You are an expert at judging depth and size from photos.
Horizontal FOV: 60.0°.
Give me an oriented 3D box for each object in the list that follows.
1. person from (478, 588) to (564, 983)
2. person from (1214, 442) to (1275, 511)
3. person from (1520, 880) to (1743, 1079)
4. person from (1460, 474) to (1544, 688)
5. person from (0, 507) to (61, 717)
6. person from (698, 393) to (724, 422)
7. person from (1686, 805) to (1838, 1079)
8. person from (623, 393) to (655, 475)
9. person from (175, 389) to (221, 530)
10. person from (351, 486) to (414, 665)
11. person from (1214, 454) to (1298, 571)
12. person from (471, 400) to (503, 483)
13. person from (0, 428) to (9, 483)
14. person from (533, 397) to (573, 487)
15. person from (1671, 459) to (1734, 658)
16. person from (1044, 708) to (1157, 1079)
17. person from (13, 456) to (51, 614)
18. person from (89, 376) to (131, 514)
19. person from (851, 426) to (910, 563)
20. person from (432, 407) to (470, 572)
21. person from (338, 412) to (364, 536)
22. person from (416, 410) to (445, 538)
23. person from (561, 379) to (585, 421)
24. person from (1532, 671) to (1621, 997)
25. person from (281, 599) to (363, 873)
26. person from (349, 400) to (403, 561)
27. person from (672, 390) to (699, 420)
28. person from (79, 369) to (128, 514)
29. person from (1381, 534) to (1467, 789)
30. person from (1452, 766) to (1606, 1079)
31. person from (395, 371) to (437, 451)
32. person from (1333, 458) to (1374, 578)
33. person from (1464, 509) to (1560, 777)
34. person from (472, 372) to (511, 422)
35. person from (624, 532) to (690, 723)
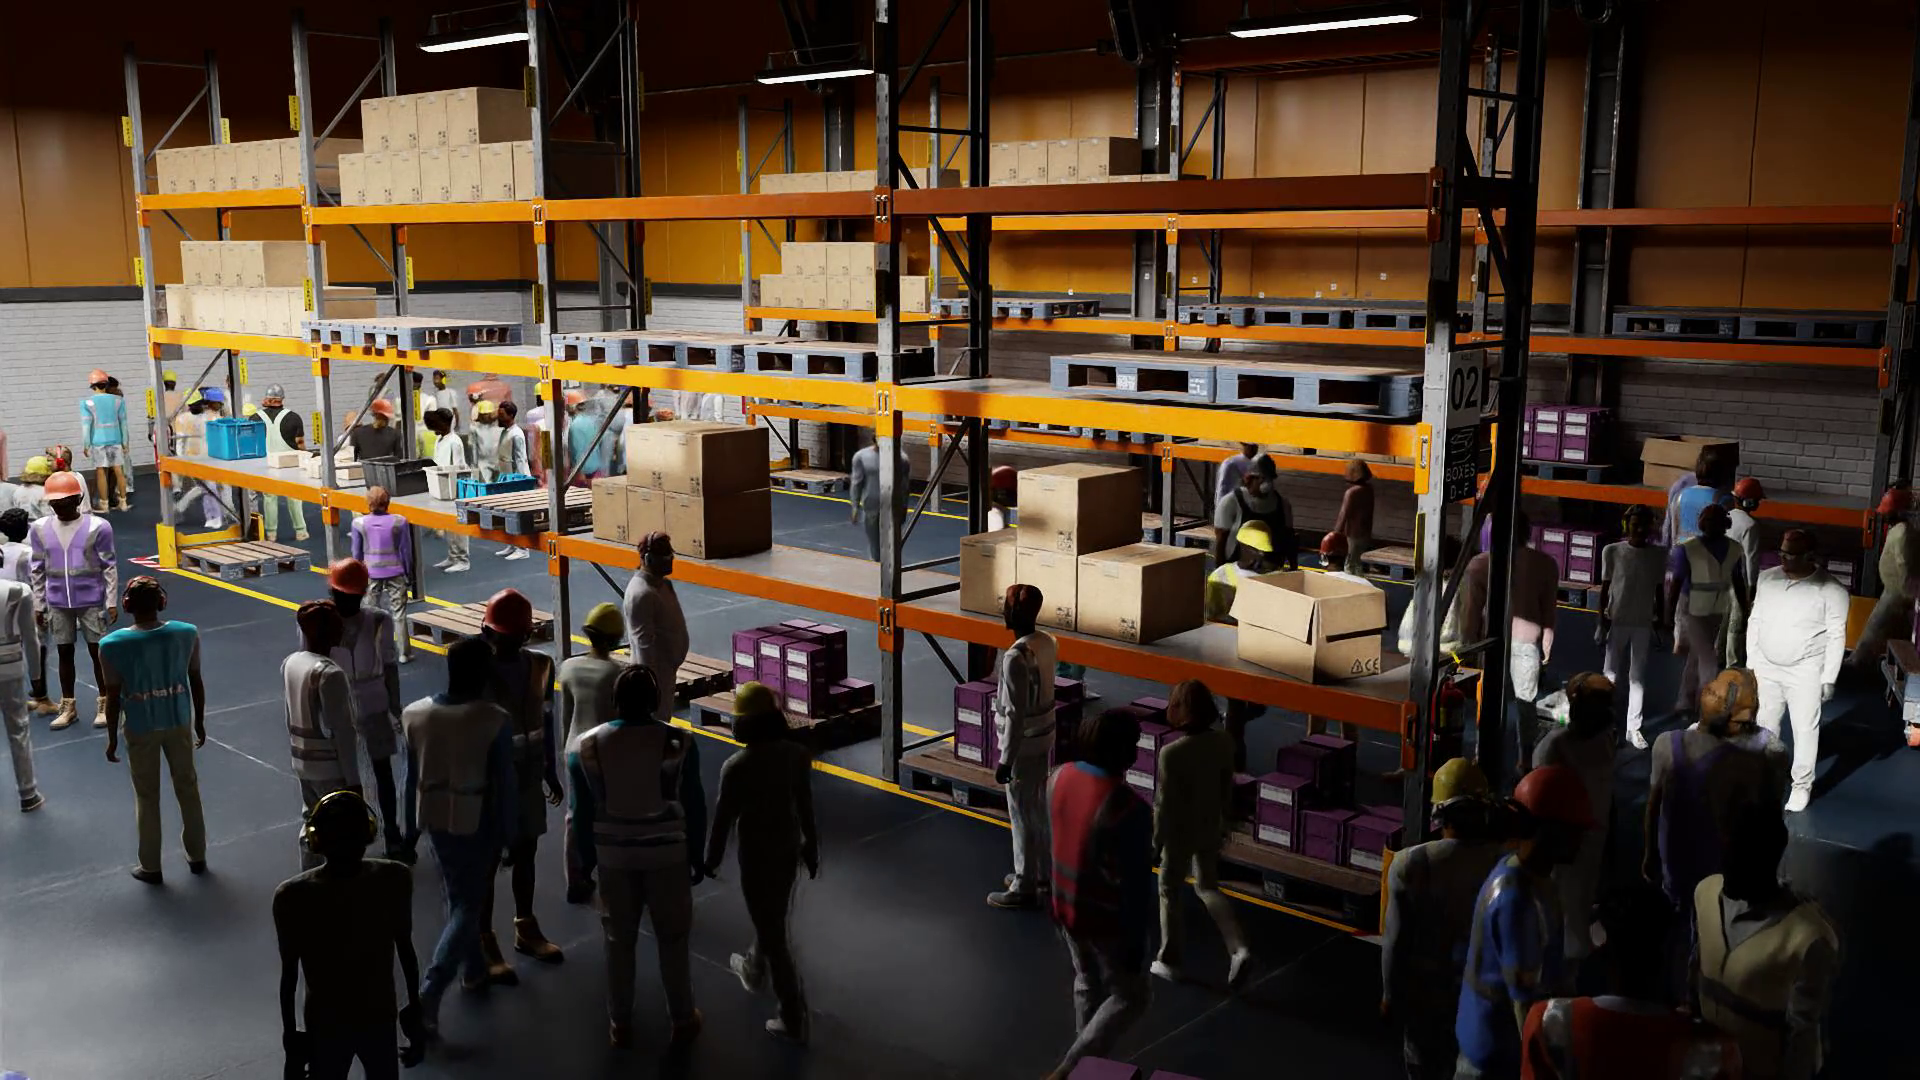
[{"bbox_3d":[-2.317,1.248,8.639,0.394,2.040,0.608,8,13,38],"label":"person"},{"bbox_3d":[2.992,-0.249,17.429,0.623,1.926,0.533,-4,11,-21],"label":"person"},{"bbox_3d":[1.942,1.950,4.898,0.603,1.954,0.381,4,11,24],"label":"person"},{"bbox_3d":[4.568,0.371,14.090,1.012,1.878,0.546,-4,11,-19],"label":"person"},{"bbox_3d":[-7.543,0.582,13.375,0.551,1.696,0.318,3,11,19],"label":"person"},{"bbox_3d":[-3.751,-1.595,25.011,0.419,1.933,0.623,-7,12,-36],"label":"person"},{"bbox_3d":[2.817,1.821,5.830,0.644,1.896,0.599,-3,11,-19],"label":"person"},{"bbox_3d":[-4.147,-0.961,21.504,0.490,1.913,0.557,-9,13,-42],"label":"person"},{"bbox_3d":[-10.127,-1.072,22.187,0.599,1.884,0.755,-2,10,-11],"label":"person"},{"bbox_3d":[-5.210,0.327,15.016,0.532,1.630,0.335,-3,10,-15],"label":"person"},{"bbox_3d":[2.619,0.232,14.382,0.706,2.000,0.988,-3,11,-18],"label":"person"},{"bbox_3d":[-6.380,-1.060,22.623,0.487,1.708,0.848,-2,10,-13],"label":"person"},{"bbox_3d":[-12.044,-0.762,20.437,0.408,1.890,0.652,7,12,34],"label":"person"},{"bbox_3d":[-5.106,-0.892,21.122,0.464,1.900,0.631,9,13,42],"label":"person"},{"bbox_3d":[6.827,0.175,15.270,0.429,1.844,0.624,-6,11,-29],"label":"person"},{"bbox_3d":[0.579,1.617,7.169,0.530,1.820,0.636,-7,12,-34],"label":"person"},{"bbox_3d":[-9.118,0.032,16.414,0.540,1.734,0.375,3,11,18],"label":"person"},{"bbox_3d":[-12.170,-1.357,23.650,0.483,1.949,0.781,-3,10,-14],"label":"person"},{"bbox_3d":[-0.855,-0.357,18.129,0.635,1.906,0.960,0,10,2],"label":"person"},{"bbox_3d":[-5.917,-0.587,19.357,0.396,1.919,0.590,-7,12,-35],"label":"person"},{"bbox_3d":[-7.846,-0.854,21.670,0.284,1.633,0.498,9,13,41],"label":"person"},{"bbox_3d":[-6.846,-0.865,21.678,0.534,1.650,0.842,-3,10,-15],"label":"person"},{"bbox_3d":[-7.182,-2.572,30.679,0.356,1.885,0.574,9,13,42],"label":"person"},{"bbox_3d":[2.881,1.505,7.767,0.543,1.832,0.402,-7,12,-33],"label":"person"},{"bbox_3d":[-3.445,1.250,9.074,0.574,1.883,0.355,8,13,39],"label":"person"},{"bbox_3d":[-7.029,-0.714,20.031,0.633,1.951,0.430,-6,12,-31],"label":"person"},{"bbox_3d":[-4.635,-2.168,28.237,0.373,1.940,0.630,5,11,27],"label":"person"},{"bbox_3d":[-12.110,-1.393,23.548,0.365,2.048,0.606,9,13,42],"label":"person"},{"bbox_3d":[3.224,0.860,11.510,0.481,1.806,0.659,4,11,21],"label":"person"},{"bbox_3d":[2.015,1.778,5.792,1.077,1.979,0.664,6,12,31],"label":"person"},{"bbox_3d":[-8.019,-1.523,24.607,0.604,1.934,0.573,-4,11,-22],"label":"person"},{"bbox_3d":[4.022,-0.032,17.050,0.364,1.623,0.510,7,12,36],"label":"person"},{"bbox_3d":[3.922,0.734,11.876,0.629,1.931,0.383,2,10,13],"label":"person"},{"bbox_3d":[-7.592,-1.918,26.993,0.650,1.883,0.683,-4,11,-22],"label":"person"},{"bbox_3d":[-1.997,0.886,11.063,0.407,1.908,0.641,0,10,-2],"label":"person"}]
